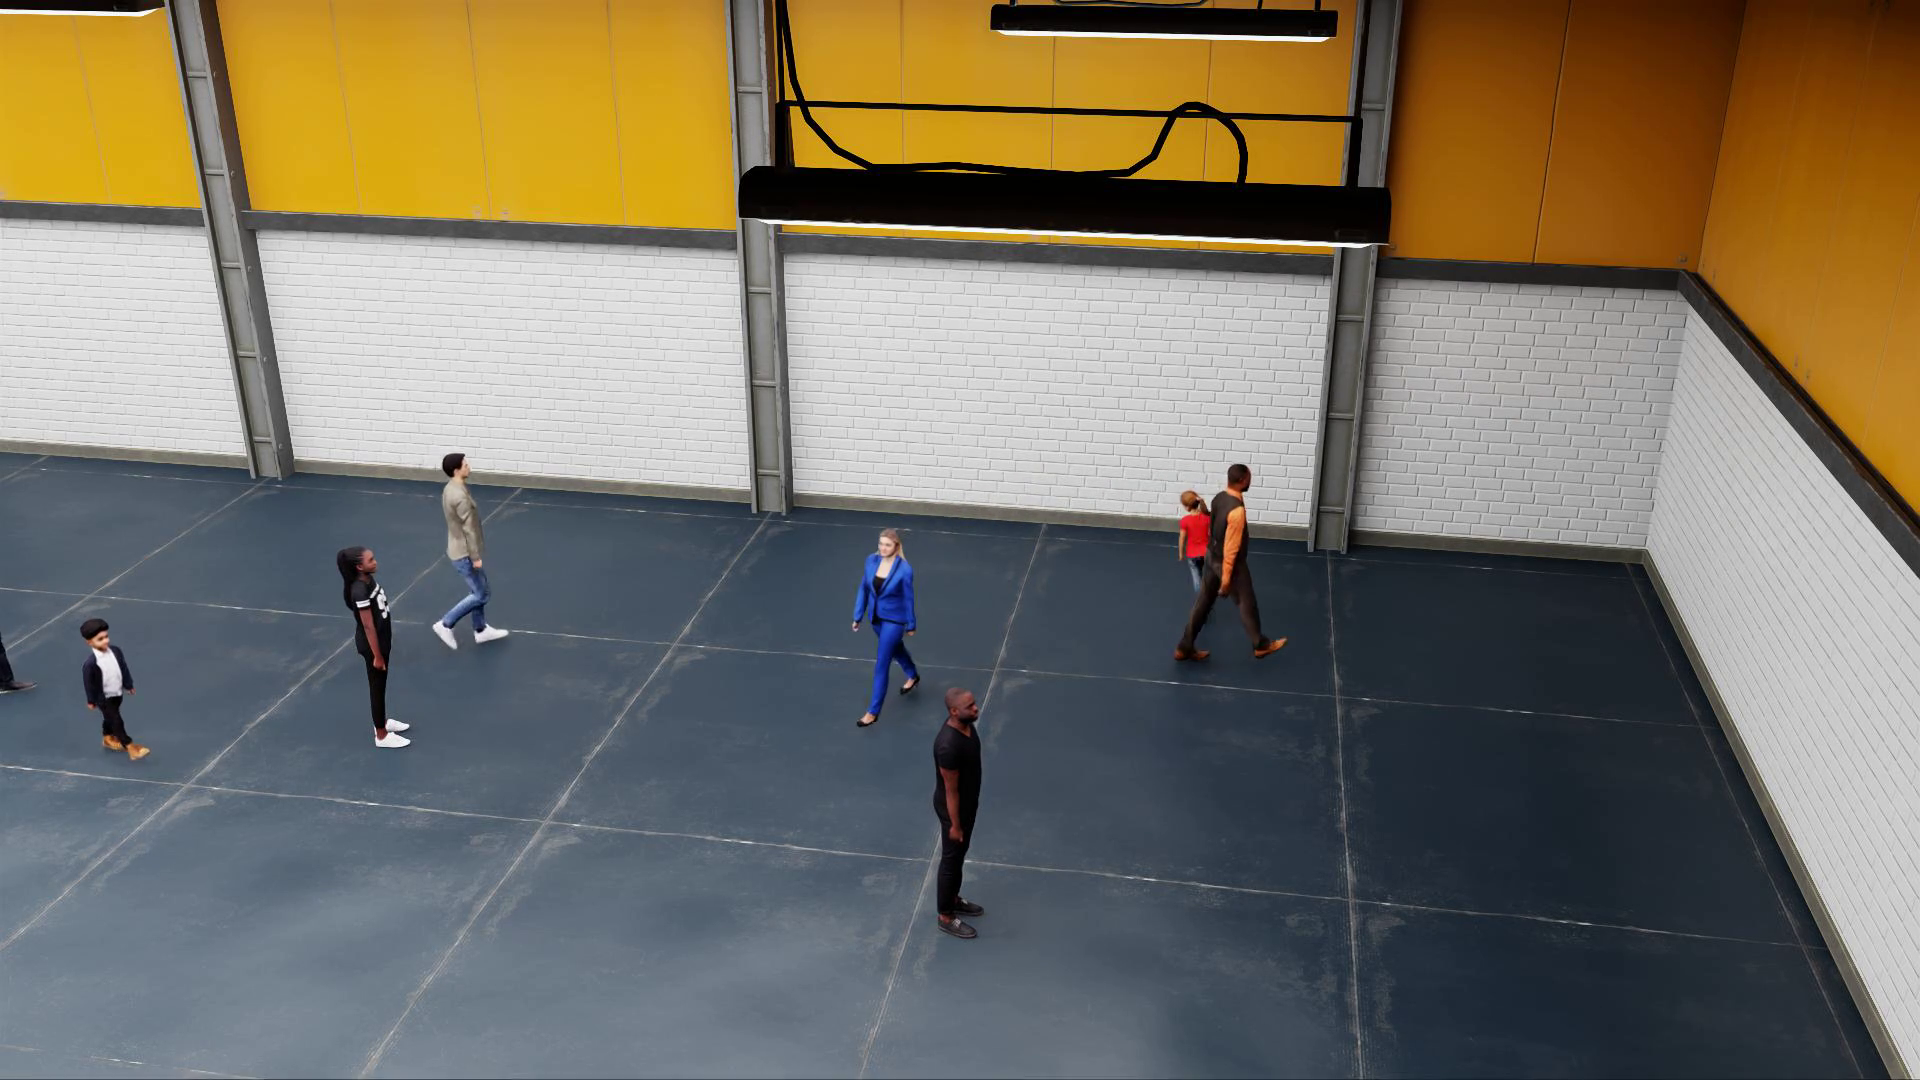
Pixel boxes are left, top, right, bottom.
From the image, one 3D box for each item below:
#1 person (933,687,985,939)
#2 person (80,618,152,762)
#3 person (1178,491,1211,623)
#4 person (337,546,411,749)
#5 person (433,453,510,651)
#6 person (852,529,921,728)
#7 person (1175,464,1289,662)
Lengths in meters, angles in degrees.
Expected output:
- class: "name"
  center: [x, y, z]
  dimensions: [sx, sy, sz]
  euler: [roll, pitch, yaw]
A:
- class: "person"
  center: [-0.023, 1.800, 11.178]
  dimensions: [0.563, 1.819, 0.671]
  euler: [6, 24, 12]
- class: "person"
  center: [-6.878, 1.191, 13.350]
  dimensions: [0.867, 1.195, 0.622]
  euler: [9, 25, 20]
- class: "person"
  center: [2.272, 0.165, 15.598]
  dimensions: [0.646, 1.275, 0.707]
  euler: [0, 24, 1]
- class: "person"
  center: [-4.743, 0.847, 13.471]
  dimensions: [0.717, 1.728, 0.702]
  euler: [-6, 24, -14]
- class: "person"
  center: [-4.525, 0.125, 14.964]
  dimensions: [1.061, 1.856, 0.973]
  euler: [-11, 26, -23]
- class: "person"
  center: [-0.544, 0.668, 13.974]
  dimensions: [1.202, 1.652, 1.047]
  euler: [17, 29, 34]
- class: "person"
  center: [2.234, 0.262, 14.656]
  dimensions: [1.343, 1.851, 1.054]
  euler: [-5, 24, -12]
